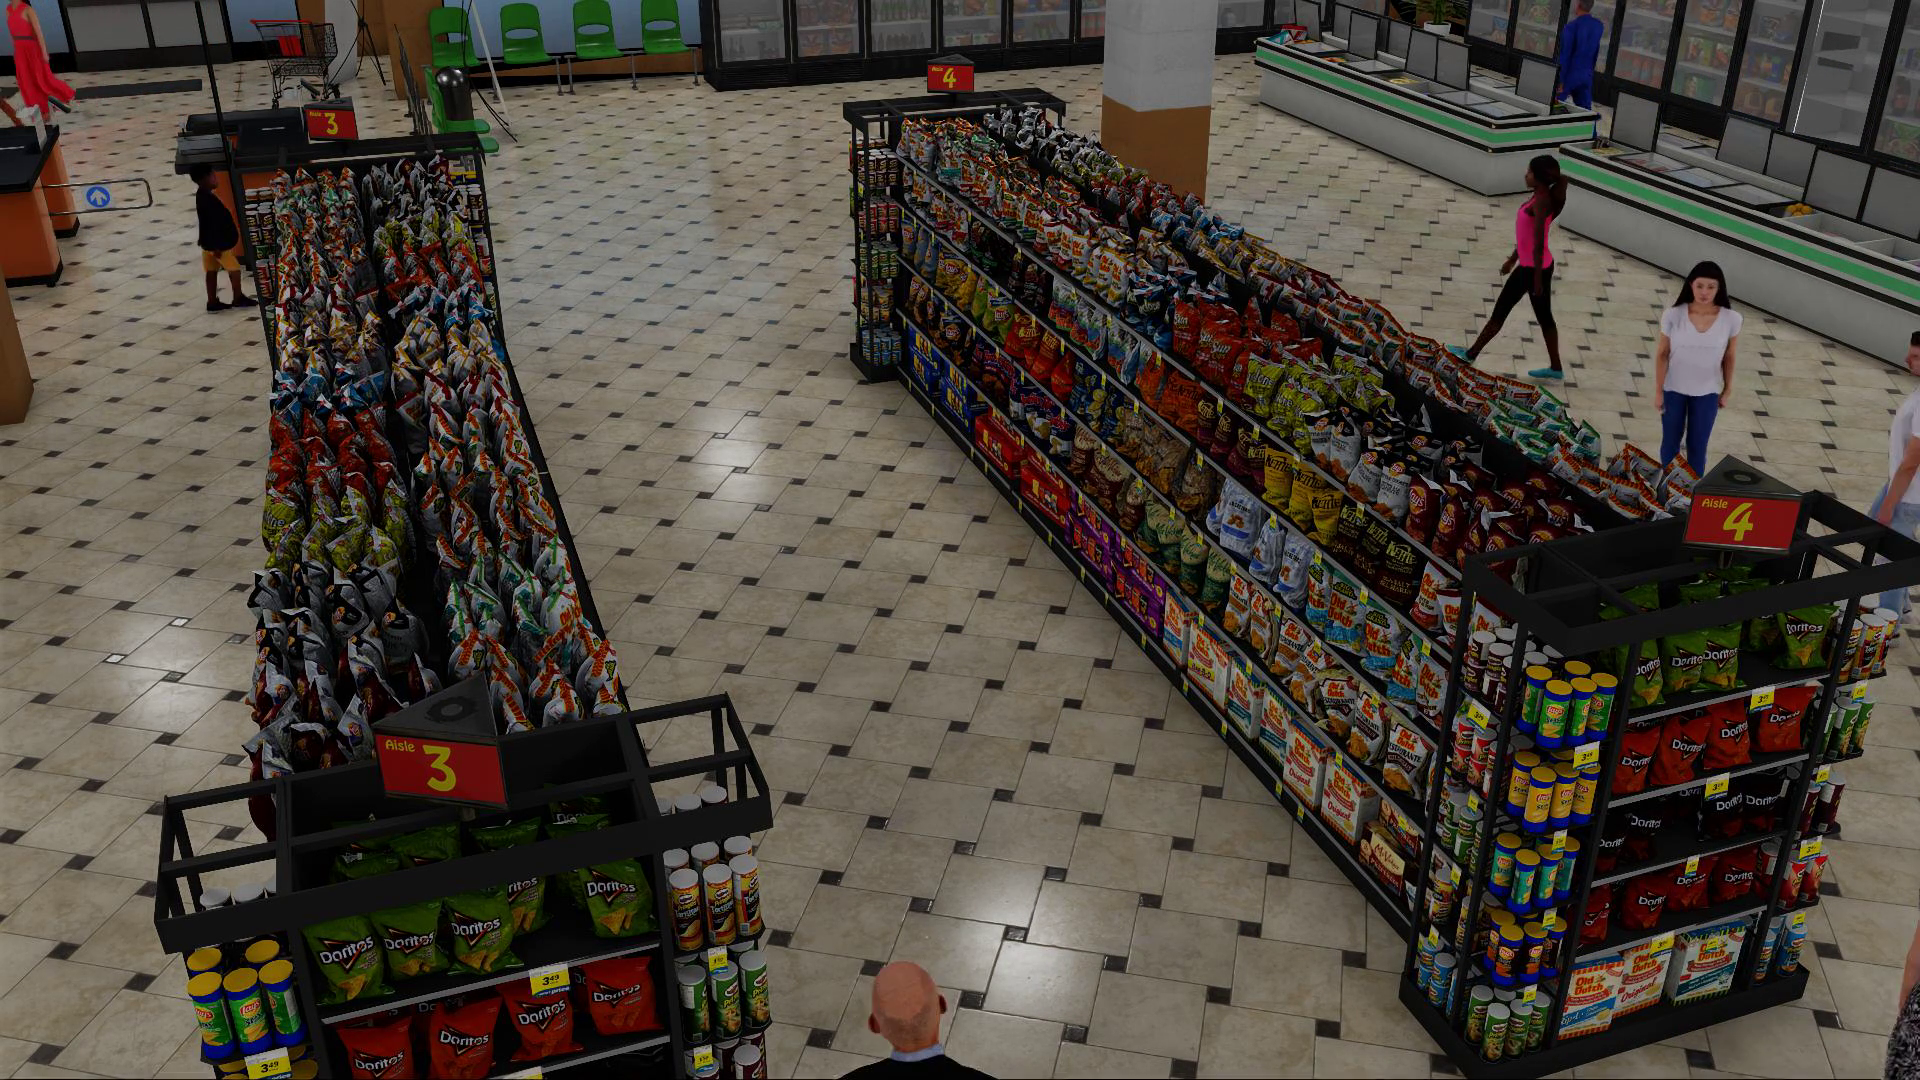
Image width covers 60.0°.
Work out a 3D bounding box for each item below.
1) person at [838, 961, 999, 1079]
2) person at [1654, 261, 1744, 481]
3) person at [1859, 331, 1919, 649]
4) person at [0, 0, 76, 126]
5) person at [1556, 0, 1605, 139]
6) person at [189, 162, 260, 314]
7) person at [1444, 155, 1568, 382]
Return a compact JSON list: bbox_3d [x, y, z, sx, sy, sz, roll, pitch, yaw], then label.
[{"bbox_3d":[-0.074,1.948,4.450,1.033,1.775,1.181,6,28,12],"label":"person"},{"bbox_3d":[4.482,-0.919,10.232,0.851,1.659,0.910,11,29,20],"label":"person"},{"bbox_3d":[5.039,-0.216,8.658,0.826,1.827,0.824,23,35,38],"label":"person"},{"bbox_3d":[-10.964,-5.759,19.721,0.846,1.707,0.963,7,28,13],"label":"person"},{"bbox_3d":[6.774,-4.994,18.135,0.734,1.777,1.169,-10,28,-18],"label":"person"},{"bbox_3d":[-6.231,-2.480,13.754,0.700,1.257,0.657,-24,35,-38],"label":"person"},{"bbox_3d":[4.313,-1.953,12.255,1.130,1.672,1.020,14,30,26],"label":"person"}]
